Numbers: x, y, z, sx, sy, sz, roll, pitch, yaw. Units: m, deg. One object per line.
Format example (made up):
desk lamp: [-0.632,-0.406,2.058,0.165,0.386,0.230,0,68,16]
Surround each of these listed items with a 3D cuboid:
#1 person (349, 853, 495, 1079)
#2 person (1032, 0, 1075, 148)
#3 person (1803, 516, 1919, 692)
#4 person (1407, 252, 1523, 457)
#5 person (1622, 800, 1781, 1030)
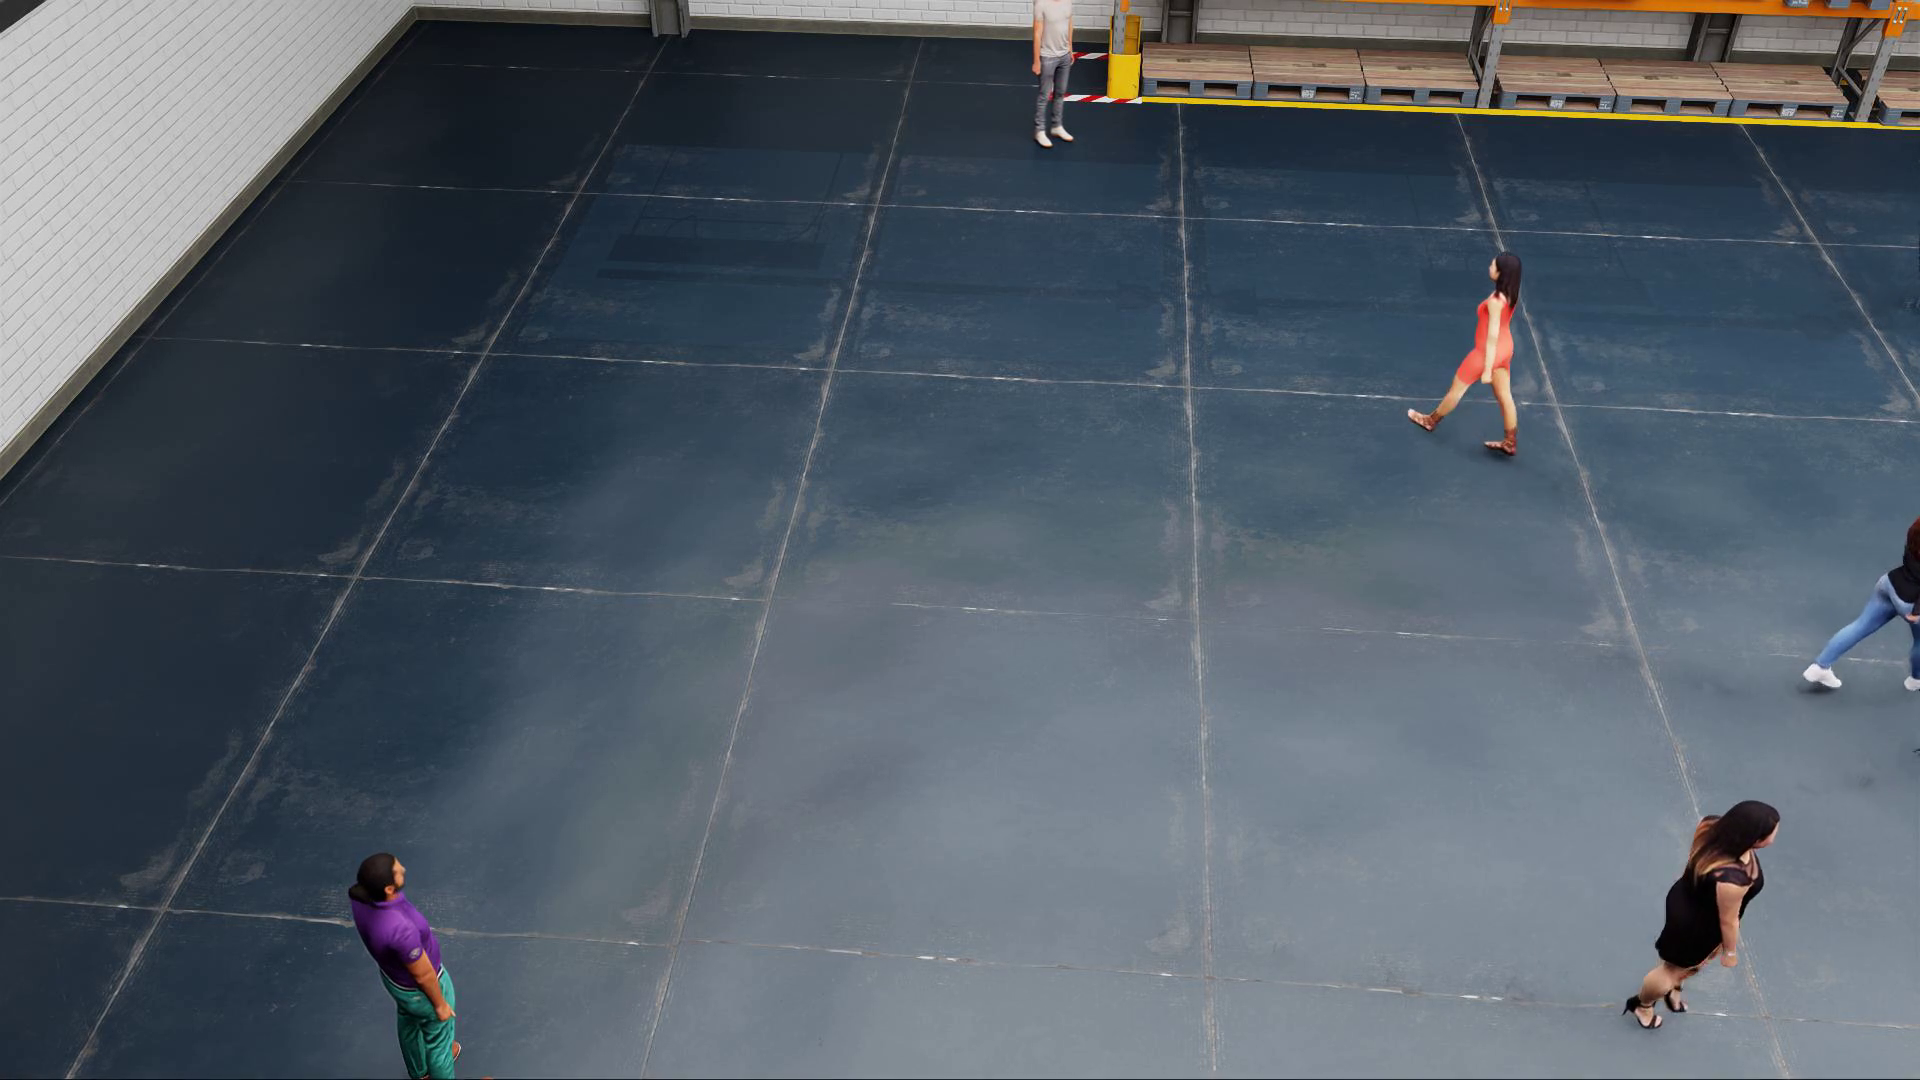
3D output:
person: [-2.682,2.156,8.134,0.692,1.768,0.780,30,47,32]
person: [0.941,-4.958,16.945,0.741,1.889,0.804,-27,46,-29]
person: [5.912,0.373,10.518,1.191,1.579,0.753,-2,39,-2]
person: [4.104,-1.353,12.612,1.196,1.662,1.004,26,45,29]
person: [3.674,1.922,8.478,0.665,1.703,0.695,6,39,8]
